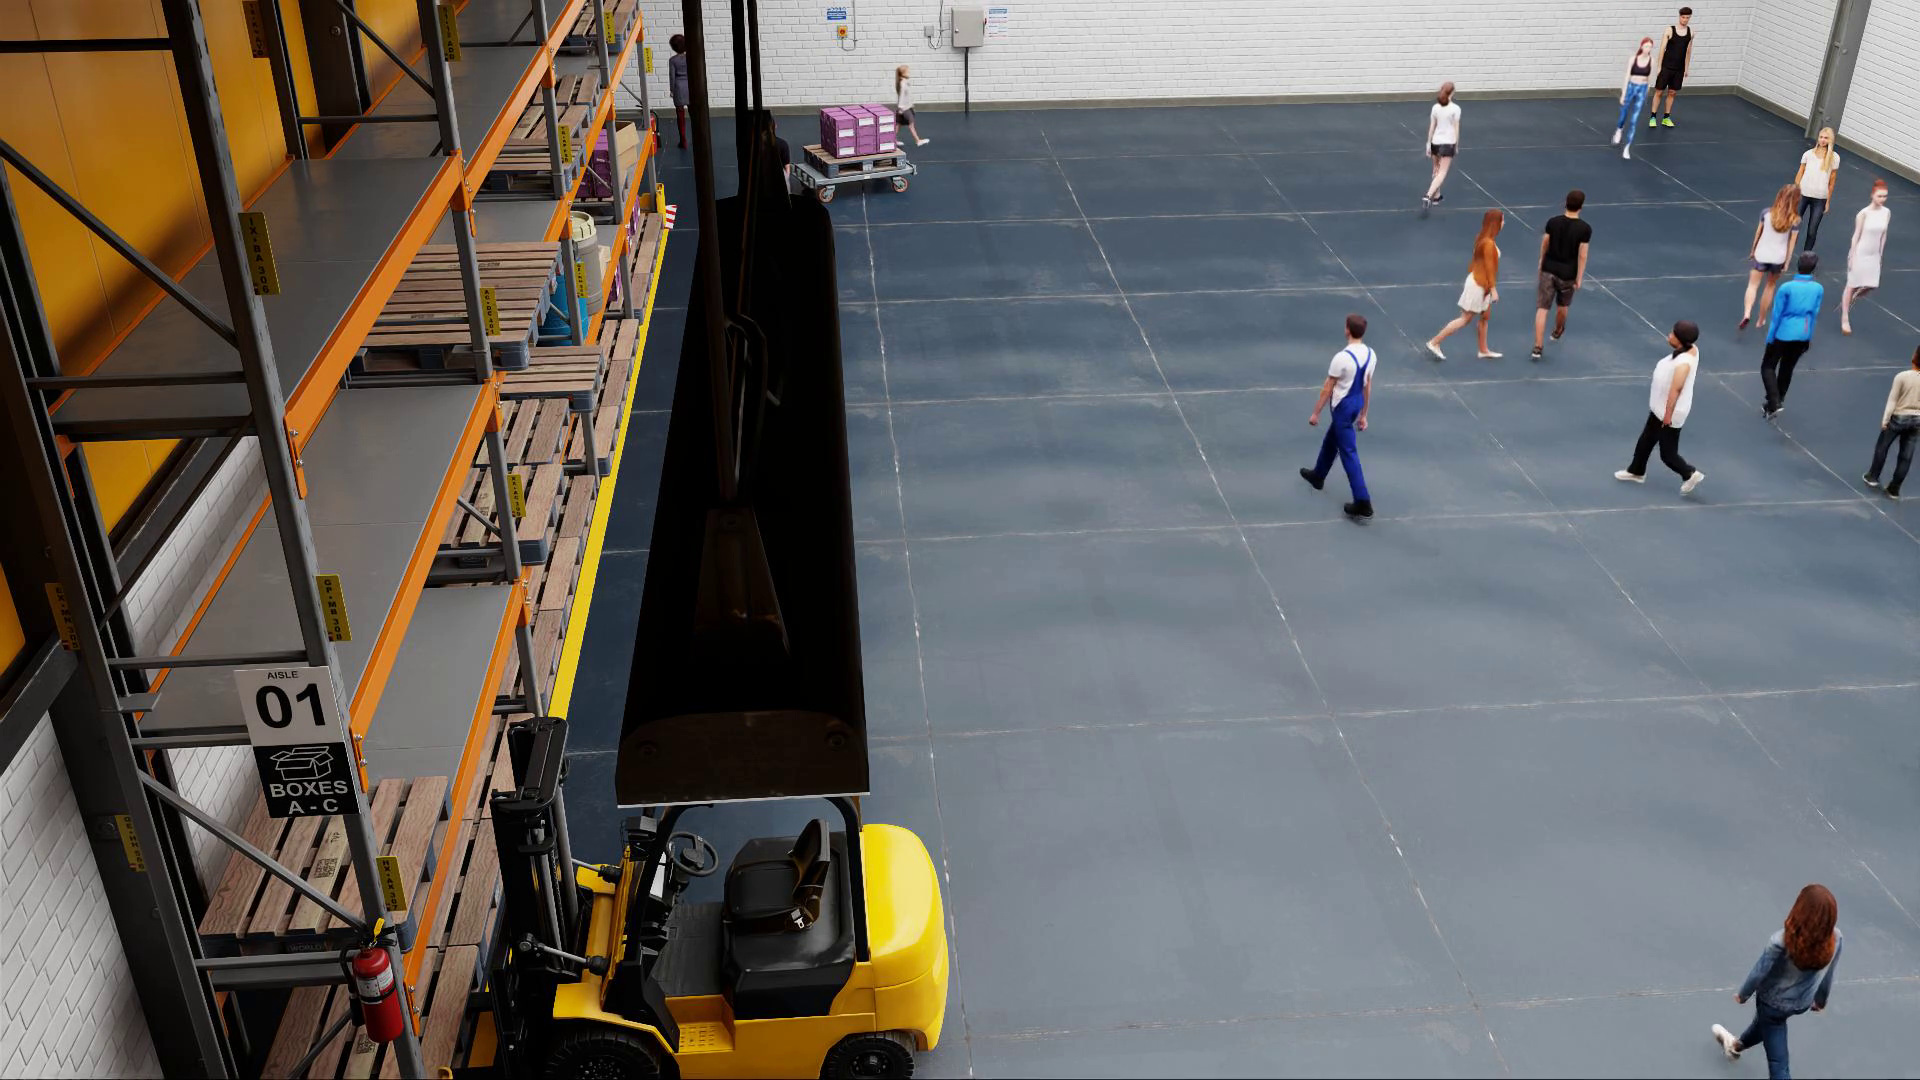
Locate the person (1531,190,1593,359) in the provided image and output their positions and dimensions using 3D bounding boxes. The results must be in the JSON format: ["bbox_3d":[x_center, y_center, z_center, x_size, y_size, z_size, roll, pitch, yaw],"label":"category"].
[{"bbox_3d":[6.496,-2.870,18.140,1.050,1.813,1.286,13,31,22],"label":"person"}]

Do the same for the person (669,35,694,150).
[{"bbox_3d":[-4.262,-6.932,25.691,0.644,1.712,0.609,-12,31,-21],"label":"person"}]

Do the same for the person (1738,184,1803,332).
[{"bbox_3d":[9.111,-3.146,18.756,0.921,1.708,1.037,16,33,27],"label":"person"}]

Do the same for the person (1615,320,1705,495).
[{"bbox_3d":[6.550,-1.203,15.237,1.043,1.666,1.056,15,32,25],"label":"person"}]

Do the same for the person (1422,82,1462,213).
[{"bbox_3d":[6.586,-5.354,22.784,1.028,1.725,1.132,19,34,31],"label":"person"}]

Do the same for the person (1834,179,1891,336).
[{"bbox_3d":[10.152,-3.205,18.779,0.605,1.788,0.662,-4,29,-8],"label":"person"}]

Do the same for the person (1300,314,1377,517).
[{"bbox_3d":[3.499,-1.079,14.866,1.046,1.804,1.357,-16,32,-26],"label":"person"}]

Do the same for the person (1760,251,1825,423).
[{"bbox_3d":[8.277,-1.976,16.530,0.691,1.785,0.890,2,29,4],"label":"person"}]

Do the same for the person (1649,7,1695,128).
[{"bbox_3d":[11.464,-7.622,26.771,0.697,1.891,0.597,0,29,0],"label":"person"}]

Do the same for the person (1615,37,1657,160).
[{"bbox_3d":[10.230,-6.738,25.278,0.795,1.767,1.112,6,29,11],"label":"person"}]

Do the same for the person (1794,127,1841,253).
[{"bbox_3d":[10.542,-4.212,20.604,0.673,1.809,0.701,17,33,29],"label":"person"}]

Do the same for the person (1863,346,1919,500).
[{"bbox_3d":[8.653,-1.051,15.184,0.657,1.450,0.748,8,30,14],"label":"person"}]

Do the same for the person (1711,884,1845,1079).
[{"bbox_3d":[4.369,2.469,8.741,0.660,1.441,0.991,-6,29,-11],"label":"person"}]

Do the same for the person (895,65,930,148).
[{"bbox_3d":[-0.920,-6.707,25.765,0.694,1.246,0.830,4,29,7],"label":"person"}]

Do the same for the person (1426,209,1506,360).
[{"bbox_3d":[5.523,-2.731,18.011,0.862,1.692,1.076,5,29,10],"label":"person"}]
